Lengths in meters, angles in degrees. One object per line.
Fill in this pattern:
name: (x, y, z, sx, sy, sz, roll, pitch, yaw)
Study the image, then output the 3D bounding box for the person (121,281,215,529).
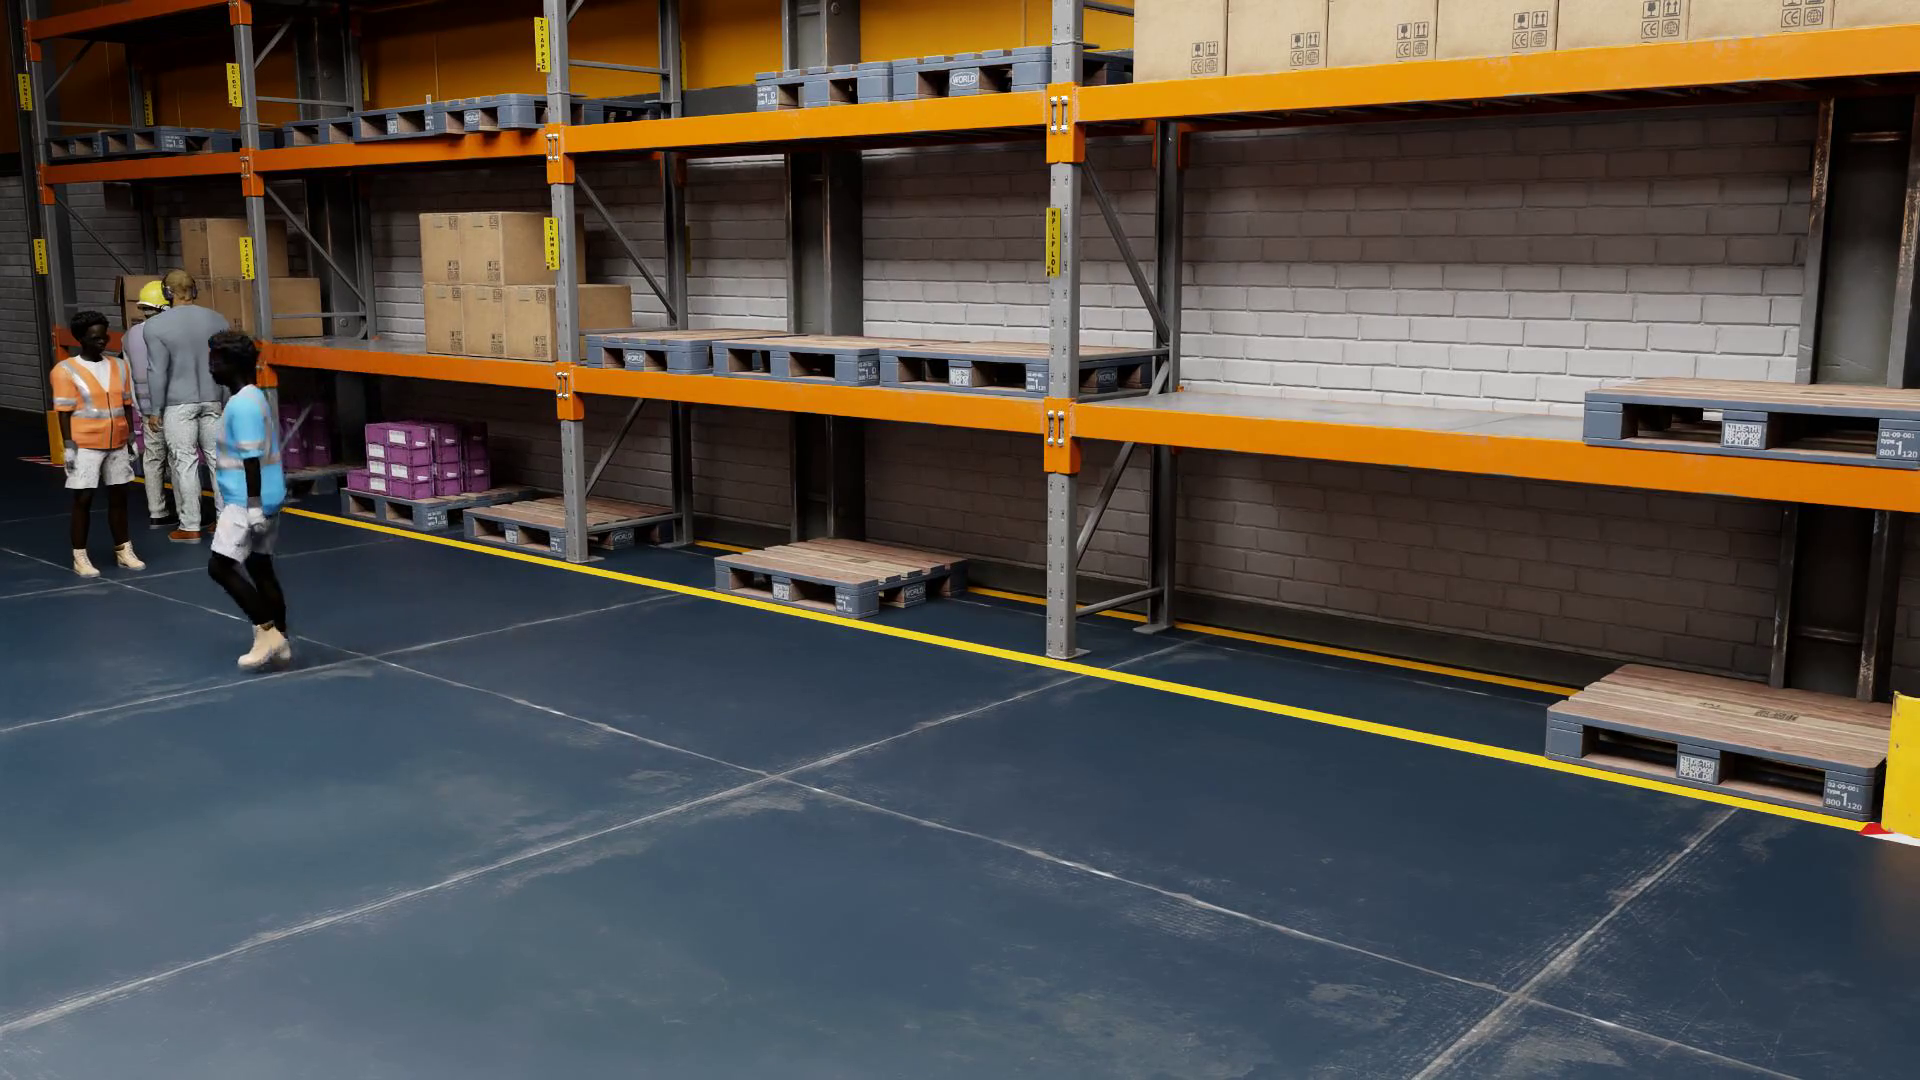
person: (-5.831, -0.980, 12.242, 0.590, 1.837, 0.404, 4, 11, 19)

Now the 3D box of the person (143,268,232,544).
person: (-5.426, -0.940, 11.741, 0.372, 1.934, 0.627, 7, 12, 35)

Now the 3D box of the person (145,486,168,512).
person: (-6.238, -1.020, 13.075, 0.277, 1.629, 0.496, 7, 12, 35)

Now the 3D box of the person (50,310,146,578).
person: (-5.463, -0.606, 10.541, 0.320, 1.688, 0.533, 5, 11, 28)

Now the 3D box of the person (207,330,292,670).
person: (-3.498, -0.182, 8.148, 0.382, 1.679, 0.547, -3, 11, -19)
